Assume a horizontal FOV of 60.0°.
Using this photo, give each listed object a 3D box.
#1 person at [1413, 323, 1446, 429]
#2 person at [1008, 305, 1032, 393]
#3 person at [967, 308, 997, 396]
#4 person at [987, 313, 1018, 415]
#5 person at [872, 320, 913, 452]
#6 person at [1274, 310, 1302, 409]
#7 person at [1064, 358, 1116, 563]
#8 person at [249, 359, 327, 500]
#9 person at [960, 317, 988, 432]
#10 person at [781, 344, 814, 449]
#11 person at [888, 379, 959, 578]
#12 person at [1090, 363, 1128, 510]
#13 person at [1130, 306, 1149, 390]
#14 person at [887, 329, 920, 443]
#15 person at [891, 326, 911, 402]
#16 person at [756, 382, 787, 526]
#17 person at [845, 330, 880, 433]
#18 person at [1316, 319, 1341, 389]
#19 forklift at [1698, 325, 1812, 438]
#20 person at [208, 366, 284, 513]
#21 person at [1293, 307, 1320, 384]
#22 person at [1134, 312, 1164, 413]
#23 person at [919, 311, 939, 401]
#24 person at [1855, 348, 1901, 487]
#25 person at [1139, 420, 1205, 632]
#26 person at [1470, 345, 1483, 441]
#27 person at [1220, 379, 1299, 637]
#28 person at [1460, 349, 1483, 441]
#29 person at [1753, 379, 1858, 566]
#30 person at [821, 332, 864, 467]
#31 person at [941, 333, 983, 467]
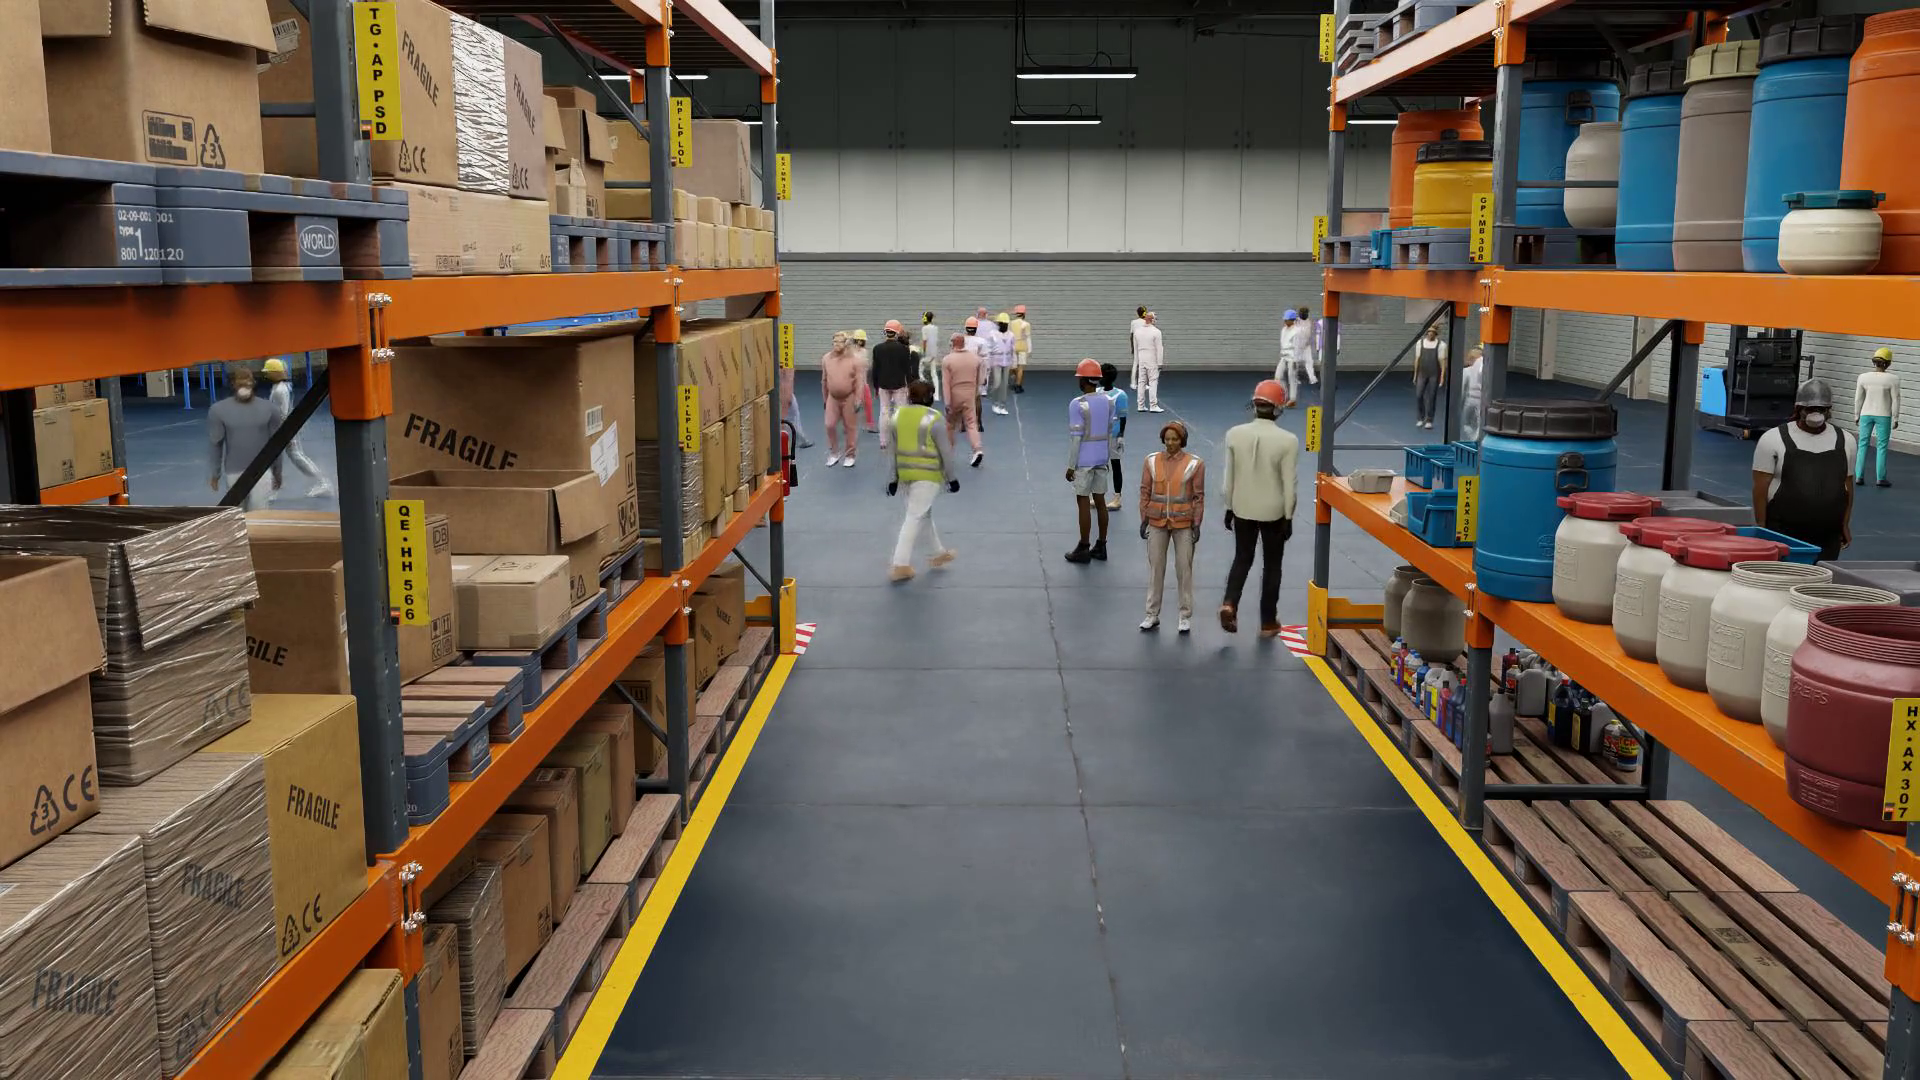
[{"bbox_3d":[8.019,-2.805,28.486,0.533,1.818,0.722,5,10,25],"label":"person"},{"bbox_3d":[1.331,-4.192,36.503,0.579,1.921,0.452,6,11,34],"label":"person"},{"bbox_3d":[0.477,-4.038,35.762,0.677,1.853,0.987,0,9,-1],"label":"person"},{"bbox_3d":[0.794,-3.298,31.187,0.617,1.910,0.460,-5,10,-25],"label":"person"},{"bbox_3d":[-1.013,-2.319,25.069,0.622,1.993,0.381,2,10,14],"label":"person"},{"bbox_3d":[6.387,-3.527,32.487,0.540,1.929,0.644,-4,10,-25],"label":"person"},{"bbox_3d":[1.227,-0.766,15.940,0.545,1.938,0.362,-8,12,-40],"label":"person"},{"bbox_3d":[-8.162,-1.350,20.142,0.877,1.707,0.497,-4,10,-21],"label":"person"},{"bbox_3d":[0.193,-2.797,28.108,0.551,1.936,0.356,1,10,5],"label":"person"},{"bbox_3d":[-2.671,-2.226,25.338,0.524,1.721,0.911,9,13,43],"label":"person"},{"bbox_3d":[-0.340,-0.572,15.238,0.620,1.795,0.978,9,13,43],"label":"person"},{"bbox_3d":[1.712,-1.208,19.314,0.321,1.694,0.529,-9,13,-42],"label":"person"},{"bbox_3d":[4.064,-4.326,37.565,0.578,1.874,0.472,7,12,35],"label":"person"},{"bbox_3d":[-0.858,-2.472,26.606,0.946,1.802,0.628,-4,10,-24],"label":"person"},{"bbox_3d":[-1.238,-3.523,33.484,0.528,1.590,0.862,-2,10,-12],"label":"person"},{"bbox_3d":[-2.171,-1.108,17.859,0.646,1.975,0.672,-2,10,-10],"label":"person"},{"bbox_3d":[-1.633,-2.603,27.556,0.808,1.735,0.537,9,13,43],"label":"person"},{"bbox_3d":[8.305,-4.362,37.507,0.542,1.931,0.366,3,10,17],"label":"person"},{"bbox_3d":[13.248,-3.165,27.620,1.129,2.768,1.873,0,9,1],"label":"forklift"},{"bbox_3d":[-6.583,-0.659,15.397,0.637,1.915,0.898,-3,10,-20],"label":"person"},{"bbox_3d":[8.064,-4.517,38.788,0.660,1.807,0.873,-6,11,-33],"label":"person"},{"bbox_3d":[3.636,-3.397,31.797,0.650,1.907,0.409,9,13,44],"label":"person"},{"bbox_3d":[-0.716,-3.809,34.450,0.761,1.839,0.575,7,12,37],"label":"person"},{"bbox_3d":[11.752,-1.576,21.311,0.325,1.767,0.533,-8,13,-42],"label":"person"},{"bbox_3d":[1.641,-0.111,12.920,0.512,1.638,0.307,4,10,21],"label":"person"},{"bbox_3d":[7.313,-1.904,23.105,0.423,1.819,0.642,0,9,-1],"label":"person"},{"bbox_3d":[2.254,-0.227,12.596,0.617,1.975,0.646,6,11,31],"label":"person"},{"bbox_3d":[7.418,-1.939,23.922,0.588,1.616,0.397,-2,10,-12],"label":"person"},{"bbox_3d":[6.031,-0.115,11.861,0.689,2.000,0.537,1,10,8],"label":"person"},{"bbox_3d":[-1.656,-1.949,23.165,0.652,1.888,0.631,2,10,14],"label":"person"},{"bbox_3d":[0.035,-1.986,23.465,0.639,1.873,0.900,-4,10,-23],"label":"person"}]
